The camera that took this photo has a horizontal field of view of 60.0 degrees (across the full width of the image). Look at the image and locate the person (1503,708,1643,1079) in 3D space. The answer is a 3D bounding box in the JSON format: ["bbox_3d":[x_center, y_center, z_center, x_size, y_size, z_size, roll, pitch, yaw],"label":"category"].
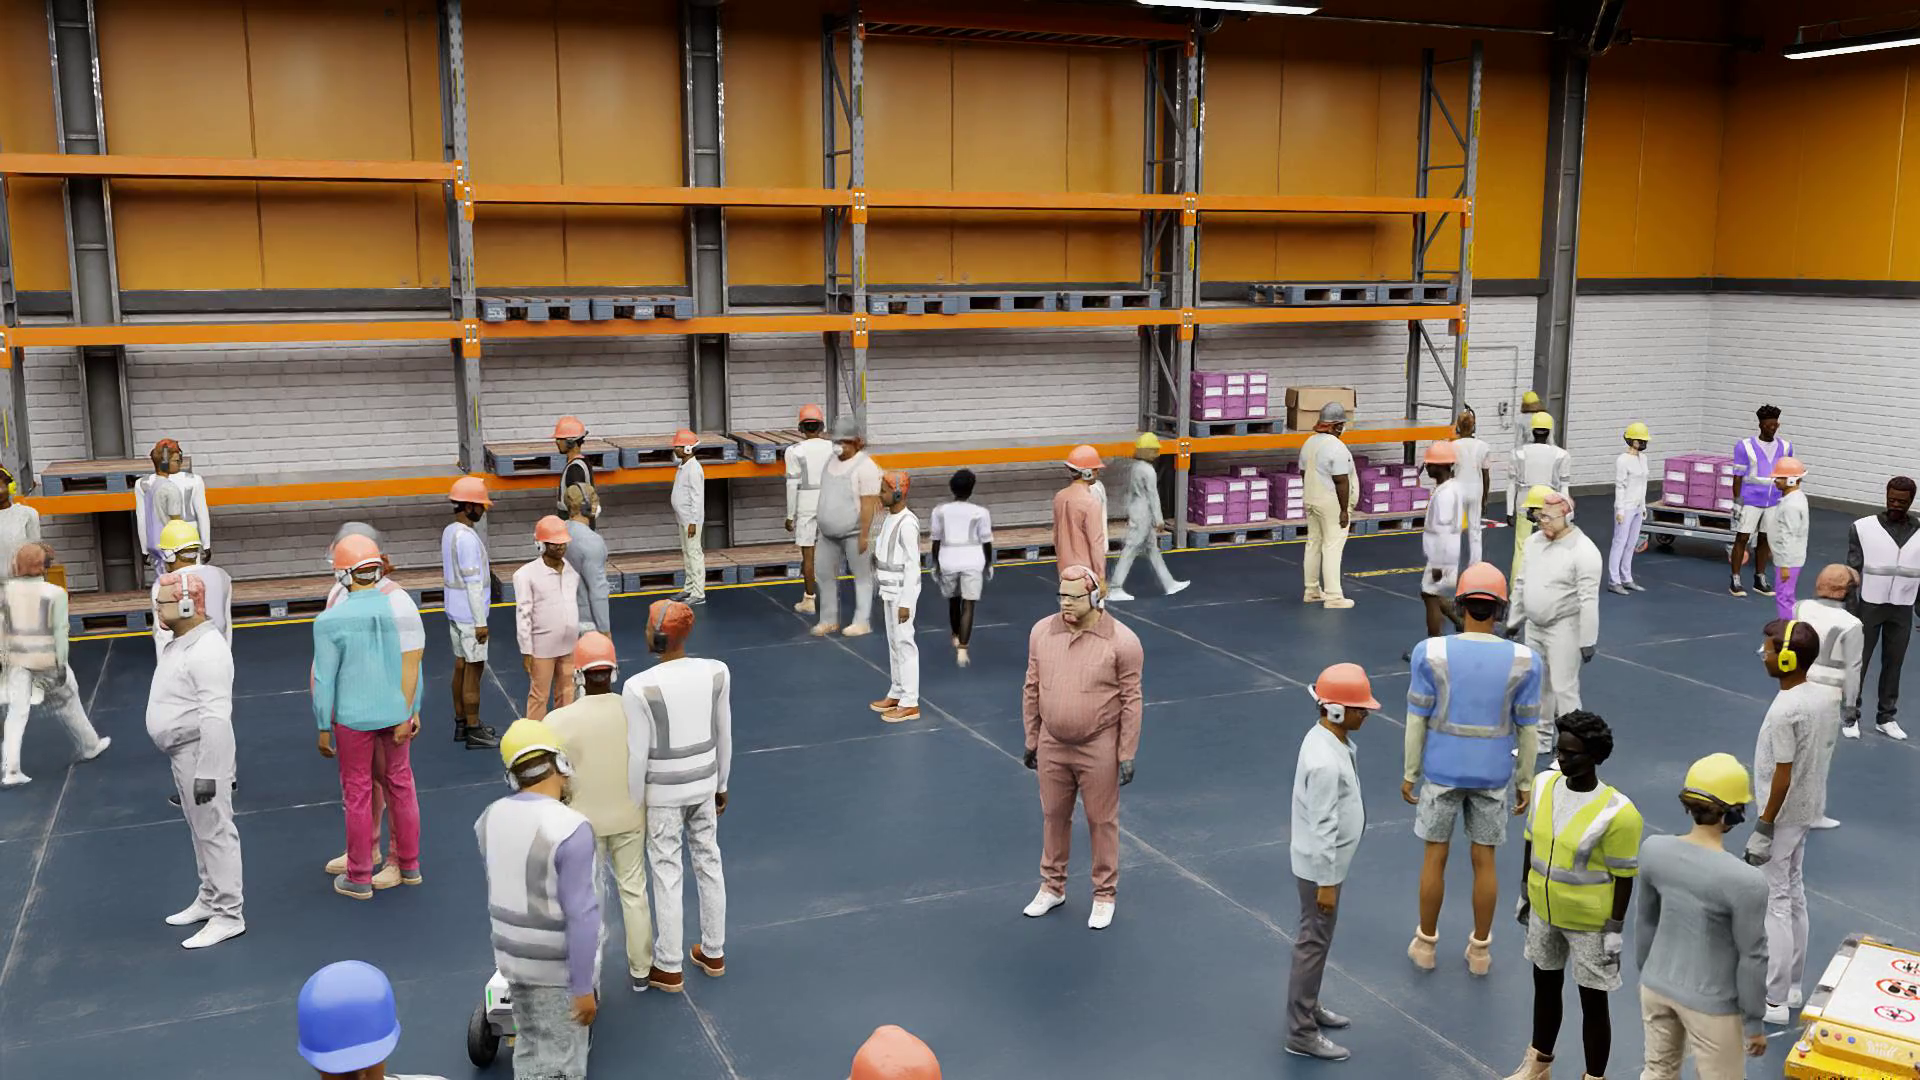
[{"bbox_3d":[2.470,1.507,6.716,0.321,1.697,0.530,-6,11,-30],"label":"person"}]

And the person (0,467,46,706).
[{"bbox_3d":[-7.332,0.361,12.829,0.538,1.869,0.312,-2,10,-10],"label":"person"}]

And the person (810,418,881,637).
[{"bbox_3d":[-1.091,-0.108,15.034,0.712,2.000,0.703,9,13,42],"label":"person"}]

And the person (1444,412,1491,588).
[{"bbox_3d":[5.266,-0.414,17.379,0.507,1.840,0.343,0,10,0],"label":"person"}]

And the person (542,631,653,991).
[{"bbox_3d":[-1.674,1.289,7.817,0.561,1.751,0.326,-4,11,-24],"label":"person"}]

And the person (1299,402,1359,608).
[{"bbox_3d":[3.688,-0.357,16.469,0.535,2.000,0.688,-4,11,-22],"label":"person"}]

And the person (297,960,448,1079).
[{"bbox_3d":[-1.363,1.884,3.823,0.602,1.949,0.389,-6,12,-33],"label":"person"}]

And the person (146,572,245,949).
[{"bbox_3d":[-3.890,1.102,8.445,0.406,1.910,0.639,-7,12,-34],"label":"person"}]

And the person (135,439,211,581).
[{"bbox_3d":[-6.866,0.053,14.562,0.574,1.883,0.355,-3,10,-18],"label":"person"}]

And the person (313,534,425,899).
[{"bbox_3d":[-3.225,0.954,9.081,0.407,1.987,0.615,9,13,43],"label":"person"}]

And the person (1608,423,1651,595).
[{"bbox_3d":[6.896,-0.324,17.070,0.533,1.768,0.310,-8,13,-40],"label":"person"}]

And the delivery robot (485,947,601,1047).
[{"bbox_3d":[-1.838,1.917,7.373,0.477,0.478,0.707,0,10,2],"label":"delivery robot"}]

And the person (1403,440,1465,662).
[{"bbox_3d":[4.089,0.116,14.065,0.522,1.927,0.561,4,11,21],"label":"person"}]

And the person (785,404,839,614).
[{"bbox_3d":[-1.423,-0.297,16.133,0.608,2.039,0.395,-6,11,-29],"label":"person"}]

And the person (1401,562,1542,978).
[{"bbox_3d":[2.459,1.112,8.051,0.619,2.029,0.409,1,10,8],"label":"person"}]

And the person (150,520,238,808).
[{"bbox_3d":[-4.861,0.779,10.522,0.403,1.831,0.597,4,10,19],"label":"person"}]

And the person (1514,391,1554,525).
[{"bbox_3d":[7.372,-1.050,21.403,0.527,1.707,0.451,0,10,-1],"label":"person"}]

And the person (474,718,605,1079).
[{"bbox_3d":[-1.470,1.574,6.123,0.741,1.787,0.406,9,13,41],"label":"person"}]

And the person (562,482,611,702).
[{"bbox_3d":[-2.593,0.557,11.494,0.359,1.939,0.635,-8,13,-40],"label":"person"}]

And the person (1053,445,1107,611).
[{"bbox_3d":[0.963,0.244,13.140,0.377,1.995,0.612,-6,11,-29],"label":"person"}]

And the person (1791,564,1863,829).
[{"bbox_3d":[5.222,0.946,10.133,0.338,1.630,0.582,-4,11,-21],"label":"person"}]

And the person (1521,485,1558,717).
[{"bbox_3d":[4.391,0.457,12.605,0.348,1.758,0.521,2,10,14],"label":"person"}]

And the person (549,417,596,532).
[{"bbox_3d":[-3.455,-0.084,14.889,0.374,2.042,0.615,-1,10,-8],"label":"person"}]

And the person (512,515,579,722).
[{"bbox_3d":[-2.726,0.699,11.209,0.327,1.753,0.561,7,12,37],"label":"person"}]

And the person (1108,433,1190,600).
[{"bbox_3d":[1.909,-0.231,16.722,0.905,1.687,0.499,-2,10,-11],"label":"person"}]

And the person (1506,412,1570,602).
[{"bbox_3d":[5.754,-0.318,16.613,0.587,1.916,0.406,3,10,17],"label":"person"}]

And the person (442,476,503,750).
[{"bbox_3d":[-3.451,0.512,11.769,0.361,1.935,0.544,-6,12,-32],"label":"person"}]

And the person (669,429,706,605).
[{"bbox_3d":[-2.720,-0.232,16.579,0.329,1.751,0.563,-4,11,-23],"label":"person"}]

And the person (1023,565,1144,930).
[{"bbox_3d":[0.611,1.069,8.644,0.648,1.907,0.401,5,11,27],"label":"person"}]

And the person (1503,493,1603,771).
[{"bbox_3d":[4.026,0.610,11.334,0.397,1.898,0.676,-4,11,-21],"label":"person"}]

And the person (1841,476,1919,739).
[{"bbox_3d":[6.684,0.481,12.002,0.590,1.917,0.398,1,10,8],"label":"person"}]

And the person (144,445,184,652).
[{"bbox_3d":[-6.879,0.087,14.480,0.514,1.842,0.328,7,12,36],"label":"person"}]

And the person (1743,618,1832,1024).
[{"bbox_3d":[3.734,1.272,7.585,0.329,1.869,0.511,9,14,43],"label":"person"}]

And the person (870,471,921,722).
[{"bbox_3d":[-0.473,0.414,12.484,0.349,1.882,0.584,-3,10,-17],"label":"person"}]

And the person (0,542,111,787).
[{"bbox_3d":[-6.141,0.803,11.103,0.517,1.585,0.901,1,10,3],"label":"person"}]

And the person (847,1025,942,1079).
[{"bbox_3d":[-0.139,1.971,3.882,0.560,1.752,0.325,-8,13,-38],"label":"person"}]

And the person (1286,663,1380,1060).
[{"bbox_3d":[1.630,1.386,7.291,0.353,1.742,0.567,3,10,15],"label":"person"}]

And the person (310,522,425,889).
[{"bbox_3d":[-3.303,0.905,9.199,0.673,2.000,0.536,8,12,37],"label":"person"}]

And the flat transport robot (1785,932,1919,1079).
[{"bbox_3d":[4.164,2.108,7.362,0.652,0.197,1.431,7,12,37],"label":"flat transport robot"}]

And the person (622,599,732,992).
[{"bbox_3d":[-1.346,1.206,7.917,0.573,1.884,0.355,-8,13,-40],"label":"person"}]

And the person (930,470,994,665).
[{"bbox_3d":[0.031,0.215,14.320,0.545,1.636,0.850,3,10,19],"label":"person"}]

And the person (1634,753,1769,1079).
[{"bbox_3d":[2.628,1.618,5.921,0.342,1.755,0.538,-5,11,-26],"label":"person"}]

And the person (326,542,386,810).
[{"bbox_3d":[-3.799,0.821,10.493,0.326,1.754,0.576,-3,10,-15],"label":"person"}]

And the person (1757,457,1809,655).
[{"bbox_3d":[7.147,0.147,14.432,0.352,1.744,0.576,5,11,28],"label":"person"}]

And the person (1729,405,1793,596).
[{"bbox_3d":[8.158,-0.404,16.951,0.608,1.966,0.372,-1,10,-4],"label":"person"}]
